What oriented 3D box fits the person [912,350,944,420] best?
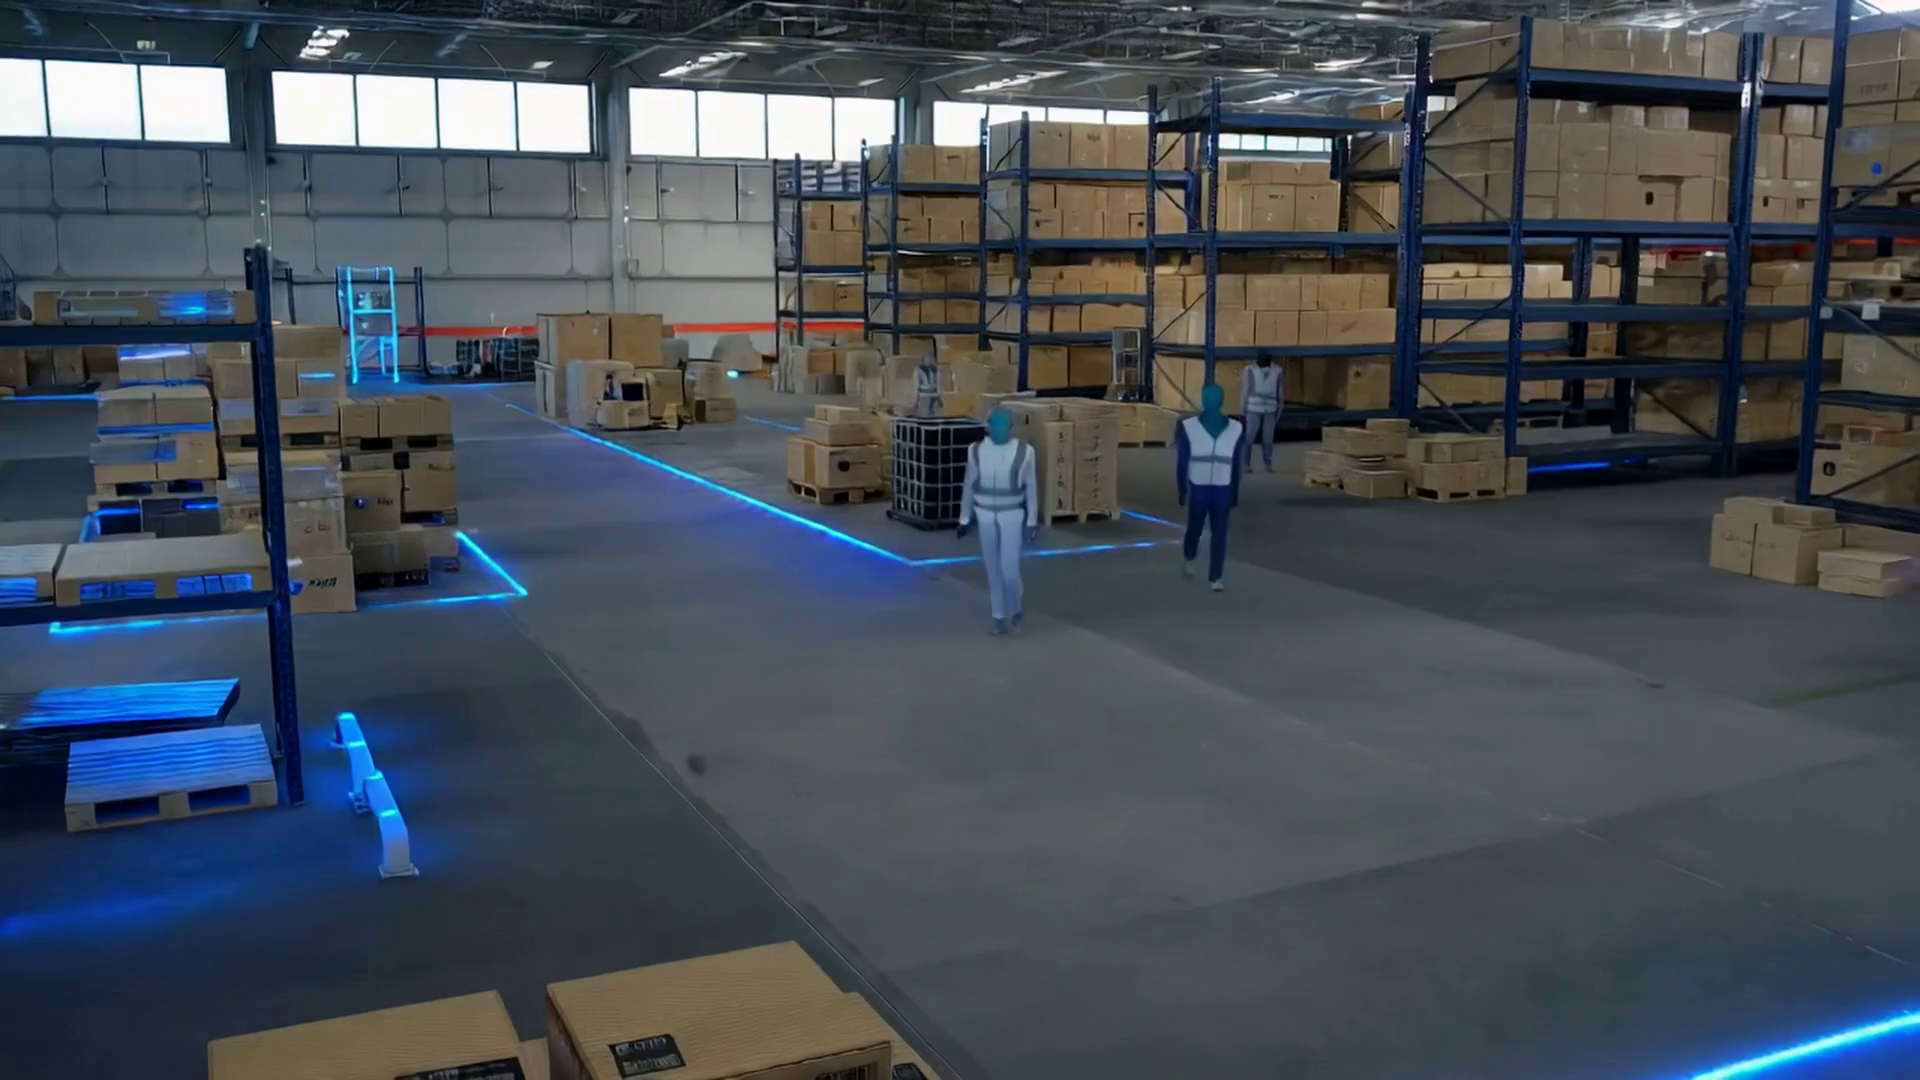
[{"bbox_3d":[-0.487,-2.248,26.891,0.545,1.620,0.457,-6,11,-34],"label":"person"}]

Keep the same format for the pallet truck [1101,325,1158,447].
[{"bbox_3d":[2.881,-2.596,27.923,0.823,1.965,1.885,-1,9,-7],"label":"pallet truck"}]

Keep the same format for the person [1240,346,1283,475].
[{"bbox_3d":[4.308,-1.844,23.741,0.625,1.844,0.429,-1,9,-7],"label":"person"}]

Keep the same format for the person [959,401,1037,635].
[{"bbox_3d":[0.297,-0.163,13.213,0.594,1.866,0.485,3,10,20],"label":"person"}]

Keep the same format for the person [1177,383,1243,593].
[{"bbox_3d":[2.268,-0.503,15.246,0.597,1.905,0.722,-1,9,-3],"label":"person"}]
